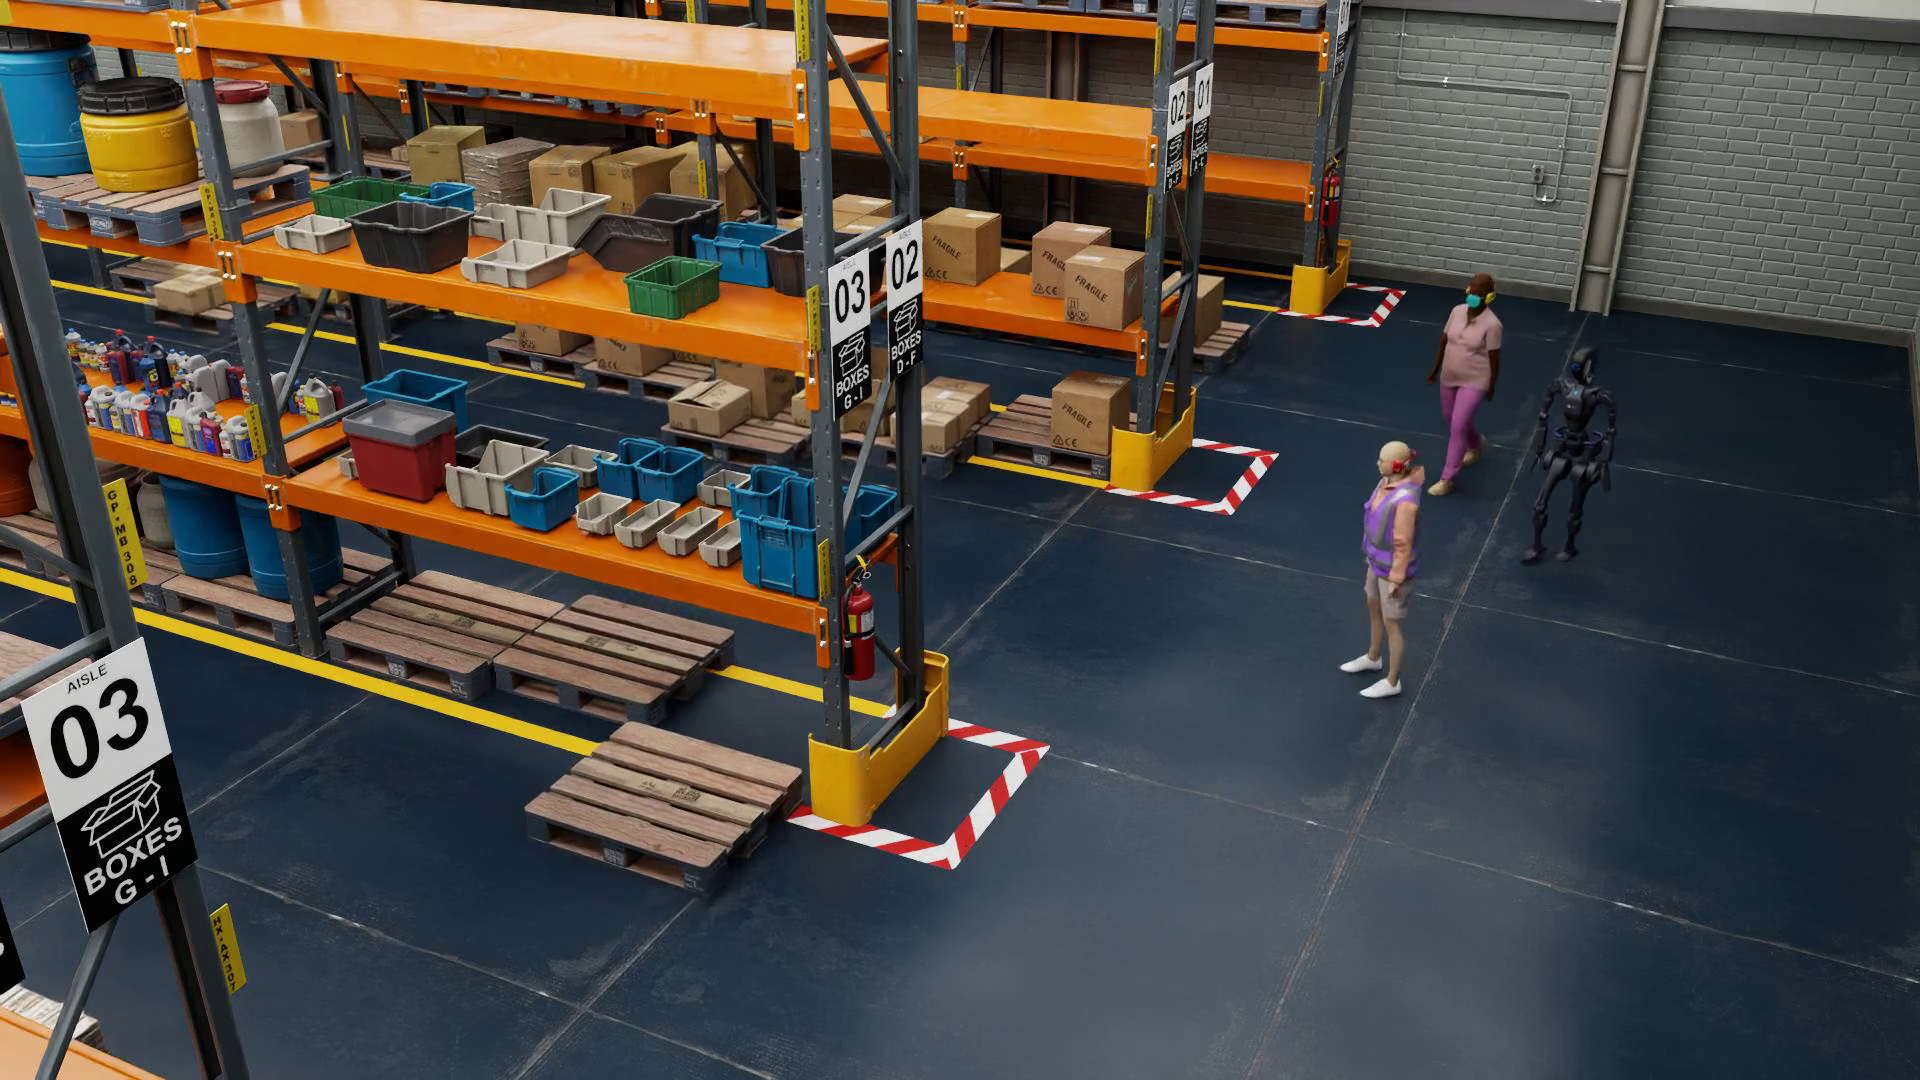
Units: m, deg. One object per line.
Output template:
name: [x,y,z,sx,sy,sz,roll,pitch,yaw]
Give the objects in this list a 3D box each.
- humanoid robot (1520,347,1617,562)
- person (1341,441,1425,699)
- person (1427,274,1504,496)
humanoid robot: [4.390,-0.586,11.913,0.615,1.645,0.500,22,34,38]
person: [2.668,0.178,10.336,0.352,1.690,0.514,-2,26,-4]
person: [4.054,-1.290,13.221,0.838,1.766,0.519,-18,31,-32]
